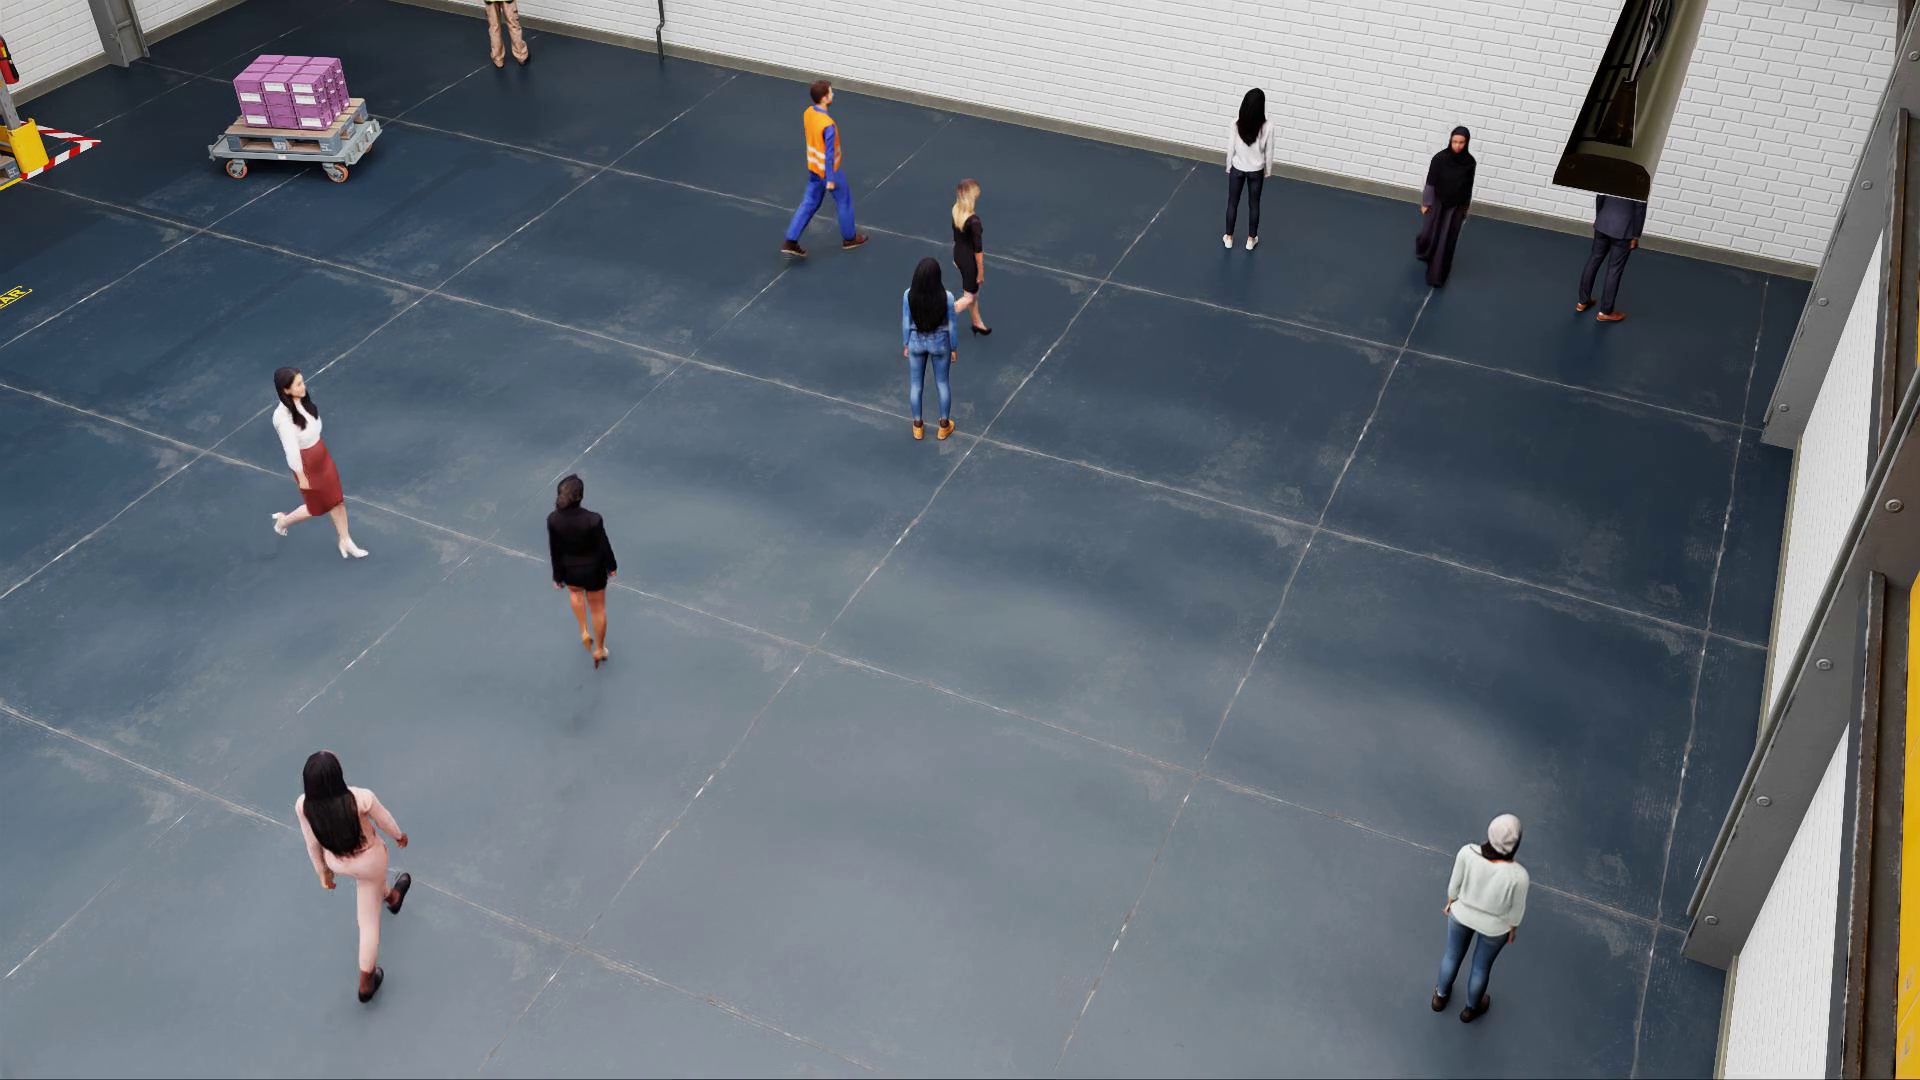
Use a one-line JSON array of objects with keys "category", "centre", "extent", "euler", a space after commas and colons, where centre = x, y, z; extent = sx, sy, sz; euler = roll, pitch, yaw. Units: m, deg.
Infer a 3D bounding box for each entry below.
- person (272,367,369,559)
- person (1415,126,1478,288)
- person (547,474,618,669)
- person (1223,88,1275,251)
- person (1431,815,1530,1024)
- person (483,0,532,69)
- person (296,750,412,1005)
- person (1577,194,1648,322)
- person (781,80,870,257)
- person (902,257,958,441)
[{"category": "person", "centre": [-5.000, -0.544, 12.651], "extent": [0.823, 1.734, 0.934], "euler": [5, 39, 6]}, {"category": "person", "centre": [4.749, -3.309, 16.225], "extent": [0.750, 1.595, 0.988], "euler": [7, 39, 8]}, {"category": "person", "centre": [-2.653, 0.283, 11.703], "extent": [0.715, 1.624, 0.760], "euler": [-2, 39, -2]}, {"category": "person", "centre": [2.877, -3.716, 16.649], "extent": [0.669, 1.701, 0.641], "euler": [7, 39, 8]}, {"category": "person", "centre": [2.943, 2.122, 9.384], "extent": [0.593, 1.645, 0.542], "euler": [22, 44, 25]}, {"category": "person", "centre": [-5.621, -6.677, 20.241], "extent": [0.848, 1.847, 0.895], "euler": [-6, 39, -7]}, {"category": "person", "centre": [-3.483, 1.943, 9.586], "extent": [0.901, 1.673, 1.247], "euler": [2, 39, 3]}, {"category": "person", "centre": [6.142, -2.918, 15.551], "extent": [0.811, 1.825, 0.793], "euler": [-20, 43, -23]}, {"category": "person", "centre": [-1.428, -3.614, 16.421], "extent": [1.317, 1.827, 1.100], "euler": [-23, 44, -26]}, {"category": "person", "centre": [-0.258, -1.610, 14.003], "extent": [0.672, 1.712, 0.633], "euler": [4, 39, 4]}]
